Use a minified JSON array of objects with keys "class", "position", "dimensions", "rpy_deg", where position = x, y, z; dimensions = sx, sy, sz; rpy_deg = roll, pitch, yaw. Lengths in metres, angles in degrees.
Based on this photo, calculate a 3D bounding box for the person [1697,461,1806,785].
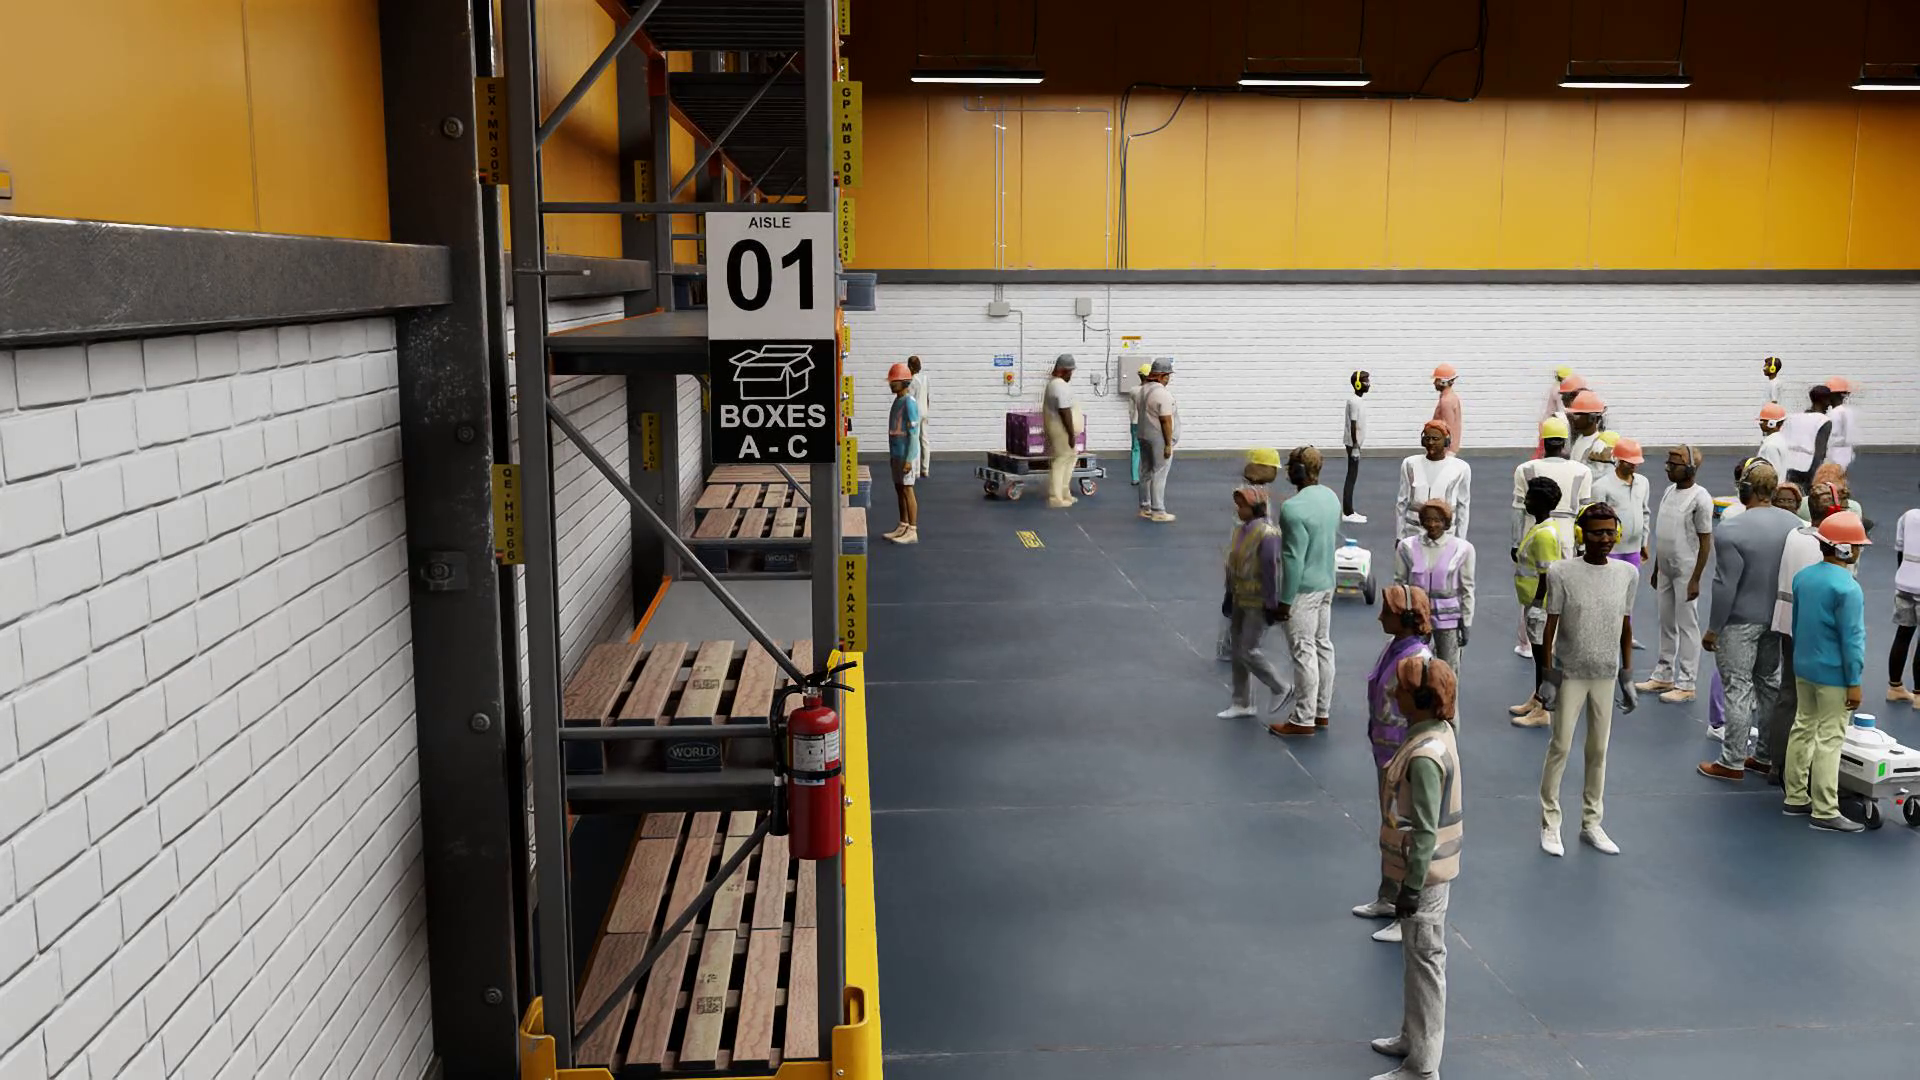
[{"class":"person","position":[4.715,0.494,9.934],"dimensions":[0.628,1.940,0.373],"rpy_deg":[-3,10,-20]}]

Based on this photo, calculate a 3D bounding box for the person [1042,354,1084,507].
[{"class":"person","position":[1.396,-1.443,21.775],"dimensions":[0.619,2.000,0.700],"rpy_deg":[-1,9,-7]}]

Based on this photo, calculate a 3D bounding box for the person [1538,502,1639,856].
[{"class":"person","position":[3.290,0.724,8.707],"dimensions":[0.510,1.872,0.329],"rpy_deg":[-1,9,-4]}]

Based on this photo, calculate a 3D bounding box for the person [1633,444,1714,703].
[{"class":"person","position":[5.111,0.236,11.846],"dimensions":[0.344,1.847,0.504],"rpy_deg":[-2,9,-12]}]

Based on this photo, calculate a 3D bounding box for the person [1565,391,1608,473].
[{"class":"person","position":[5.361,-0.256,14.317],"dimensions":[0.377,2.044,0.608],"rpy_deg":[0,9,2]}]

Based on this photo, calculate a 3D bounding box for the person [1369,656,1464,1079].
[{"class":"person","position":[1.716,1.235,6.217],"dimensions":[0.308,1.641,0.514],"rpy_deg":[3,9,16]}]

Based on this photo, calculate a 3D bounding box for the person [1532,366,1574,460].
[{"class":"person","position":[8.689,-1.666,24.178],"dimensions":[0.825,1.720,0.534],"rpy_deg":[3,9,16]}]

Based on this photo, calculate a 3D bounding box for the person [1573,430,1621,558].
[{"class":"person","position":[5.444,-0.073,14.154],"dimensions":[0.492,1.729,0.323],"rpy_deg":[8,12,42]}]

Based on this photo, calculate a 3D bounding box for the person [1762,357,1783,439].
[{"class":"person","position":[11.578,-1.683,23.821],"dimensions":[0.328,1.872,0.512],"rpy_deg":[4,10,25]}]

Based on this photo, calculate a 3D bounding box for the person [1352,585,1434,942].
[{"class":"person","position":[2.018,1.011,7.623],"dimensions":[0.306,1.640,0.522],"rpy_deg":[0,9,-2]}]

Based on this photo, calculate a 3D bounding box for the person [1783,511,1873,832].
[{"class":"person","position":[4.785,0.712,9.142],"dimensions":[0.324,1.752,0.561],"rpy_deg":[-1,9,-4]}]

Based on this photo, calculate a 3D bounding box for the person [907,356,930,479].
[{"class":"person","position":[-0.652,-1.825,24.805],"dimensions":[0.343,1.840,0.507],"rpy_deg":[7,11,37]}]

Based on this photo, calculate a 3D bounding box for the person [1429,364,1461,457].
[{"class":"person","position":[5.710,-1.083,19.658],"dimensions":[0.396,1.992,0.622],"rpy_deg":[3,10,21]}]

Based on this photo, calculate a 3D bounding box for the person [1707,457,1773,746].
[{"class":"person","position":[5.100,0.389,10.807],"dimensions":[0.328,1.872,0.513],"rpy_deg":[9,12,43]}]

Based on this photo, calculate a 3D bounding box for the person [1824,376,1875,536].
[{"class":"person","position":[9.843,-0.873,18.591],"dimensions":[0.714,1.917,0.554],"rpy_deg":[7,12,39]}]

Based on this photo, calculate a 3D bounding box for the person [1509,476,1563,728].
[{"class":"person","position":[3.892,0.414,11.191],"dimensions":[0.320,1.698,0.531],"rpy_deg":[3,10,18]}]

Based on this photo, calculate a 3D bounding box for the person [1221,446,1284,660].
[{"class":"person","position":[2.298,0.125,12.958],"dimensions":[0.561,1.711,0.486],"rpy_deg":[3,10,19]}]

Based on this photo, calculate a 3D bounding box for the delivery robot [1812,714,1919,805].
[{"class":"delivery robot","position":[5.084,1.226,9.378],"dimensions":[0.477,0.478,0.707],"rpy_deg":[-2,9,-11]}]

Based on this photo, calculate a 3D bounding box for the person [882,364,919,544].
[{"class":"person","position":[-0.676,-0.972,18.815],"dimensions":[0.378,2.041,0.615],"rpy_deg":[-3,10,-20]}]

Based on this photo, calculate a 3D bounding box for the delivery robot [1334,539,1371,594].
[{"class":"delivery robot","position":[3.655,0.238,15.577],"dimensions":[0.477,0.478,0.707],"rpy_deg":[3,9,17]}]

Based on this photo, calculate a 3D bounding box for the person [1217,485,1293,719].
[{"class":"person","position":[2.003,0.431,11.290],"dimensions":[0.405,1.627,0.527],"rpy_deg":[-2,9,-14]}]

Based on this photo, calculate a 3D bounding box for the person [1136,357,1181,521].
[{"class":"person","position":[2.483,-1.259,20.621],"dimensions":[0.536,2.000,0.683],"rpy_deg":[-4,10,-23]}]

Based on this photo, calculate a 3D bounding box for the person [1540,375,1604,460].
[{"class":"person","position":[6.269,-0.700,17.237],"dimensions":[0.641,1.993,0.998],"rpy_deg":[-2,9,-12]}]

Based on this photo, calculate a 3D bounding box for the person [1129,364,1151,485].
[{"class":"person","position":[2.670,-1.648,23.950],"dimensions":[0.325,1.767,0.534],"rpy_deg":[-8,12,-42]}]

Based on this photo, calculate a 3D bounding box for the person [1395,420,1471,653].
[{"class":"person","position":[3.790,-0.028,13.388],"dimensions":[0.573,1.883,0.355],"rpy_deg":[5,10,27]}]

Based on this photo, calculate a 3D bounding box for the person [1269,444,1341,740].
[{"class":"person","position":[2.264,0.339,10.906],"dimensions":[0.376,1.940,0.629],"rpy_deg":[7,12,38]}]

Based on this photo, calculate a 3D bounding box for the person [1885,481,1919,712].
[{"class":"person","position":[6.732,0.349,11.604],"dimensions":[0.320,1.695,0.537],"rpy_deg":[-1,9,-6]}]

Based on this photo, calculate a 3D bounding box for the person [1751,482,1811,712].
[{"class":"person","position":[5.572,0.417,11.338],"dimensions":[0.521,1.644,0.311],"rpy_deg":[7,12,38]}]

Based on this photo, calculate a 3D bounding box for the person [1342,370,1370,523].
[{"class":"person","position":[4.882,-1.151,20.472],"dimensions":[0.330,1.874,0.518],"rpy_deg":[3,9,16]}]

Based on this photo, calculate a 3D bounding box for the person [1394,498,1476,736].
[{"class":"person","position":[3.020,0.538,10.623],"dimensions":[0.506,1.630,0.312],"rpy_deg":[4,10,26]}]

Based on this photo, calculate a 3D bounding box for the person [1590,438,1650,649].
[{"class":"person","position":[5.342,0.038,13.434],"dimensions":[0.574,1.738,0.353],"rpy_deg":[-4,10,-22]}]

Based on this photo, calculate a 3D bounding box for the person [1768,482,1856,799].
[{"class":"person","position":[4.962,0.579,9.690],"dimensions":[0.380,1.845,0.570],"rpy_deg":[-2,9,-11]}]

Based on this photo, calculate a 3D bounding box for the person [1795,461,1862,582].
[{"class":"person","position":[6.562,0.213,12.653],"dimensions":[0.500,1.633,0.284],"rpy_deg":[7,11,35]}]

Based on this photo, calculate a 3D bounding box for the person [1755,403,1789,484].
[{"class":"person","position":[8.126,-0.499,16.745],"dimensions":[0.325,1.752,0.560],"rpy_deg":[5,10,29]}]

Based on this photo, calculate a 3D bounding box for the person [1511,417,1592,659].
[{"class":"person","position":[4.652,-0.008,13.151],"dimensions":[0.587,1.920,0.396],"rpy_deg":[2,9,11]}]
